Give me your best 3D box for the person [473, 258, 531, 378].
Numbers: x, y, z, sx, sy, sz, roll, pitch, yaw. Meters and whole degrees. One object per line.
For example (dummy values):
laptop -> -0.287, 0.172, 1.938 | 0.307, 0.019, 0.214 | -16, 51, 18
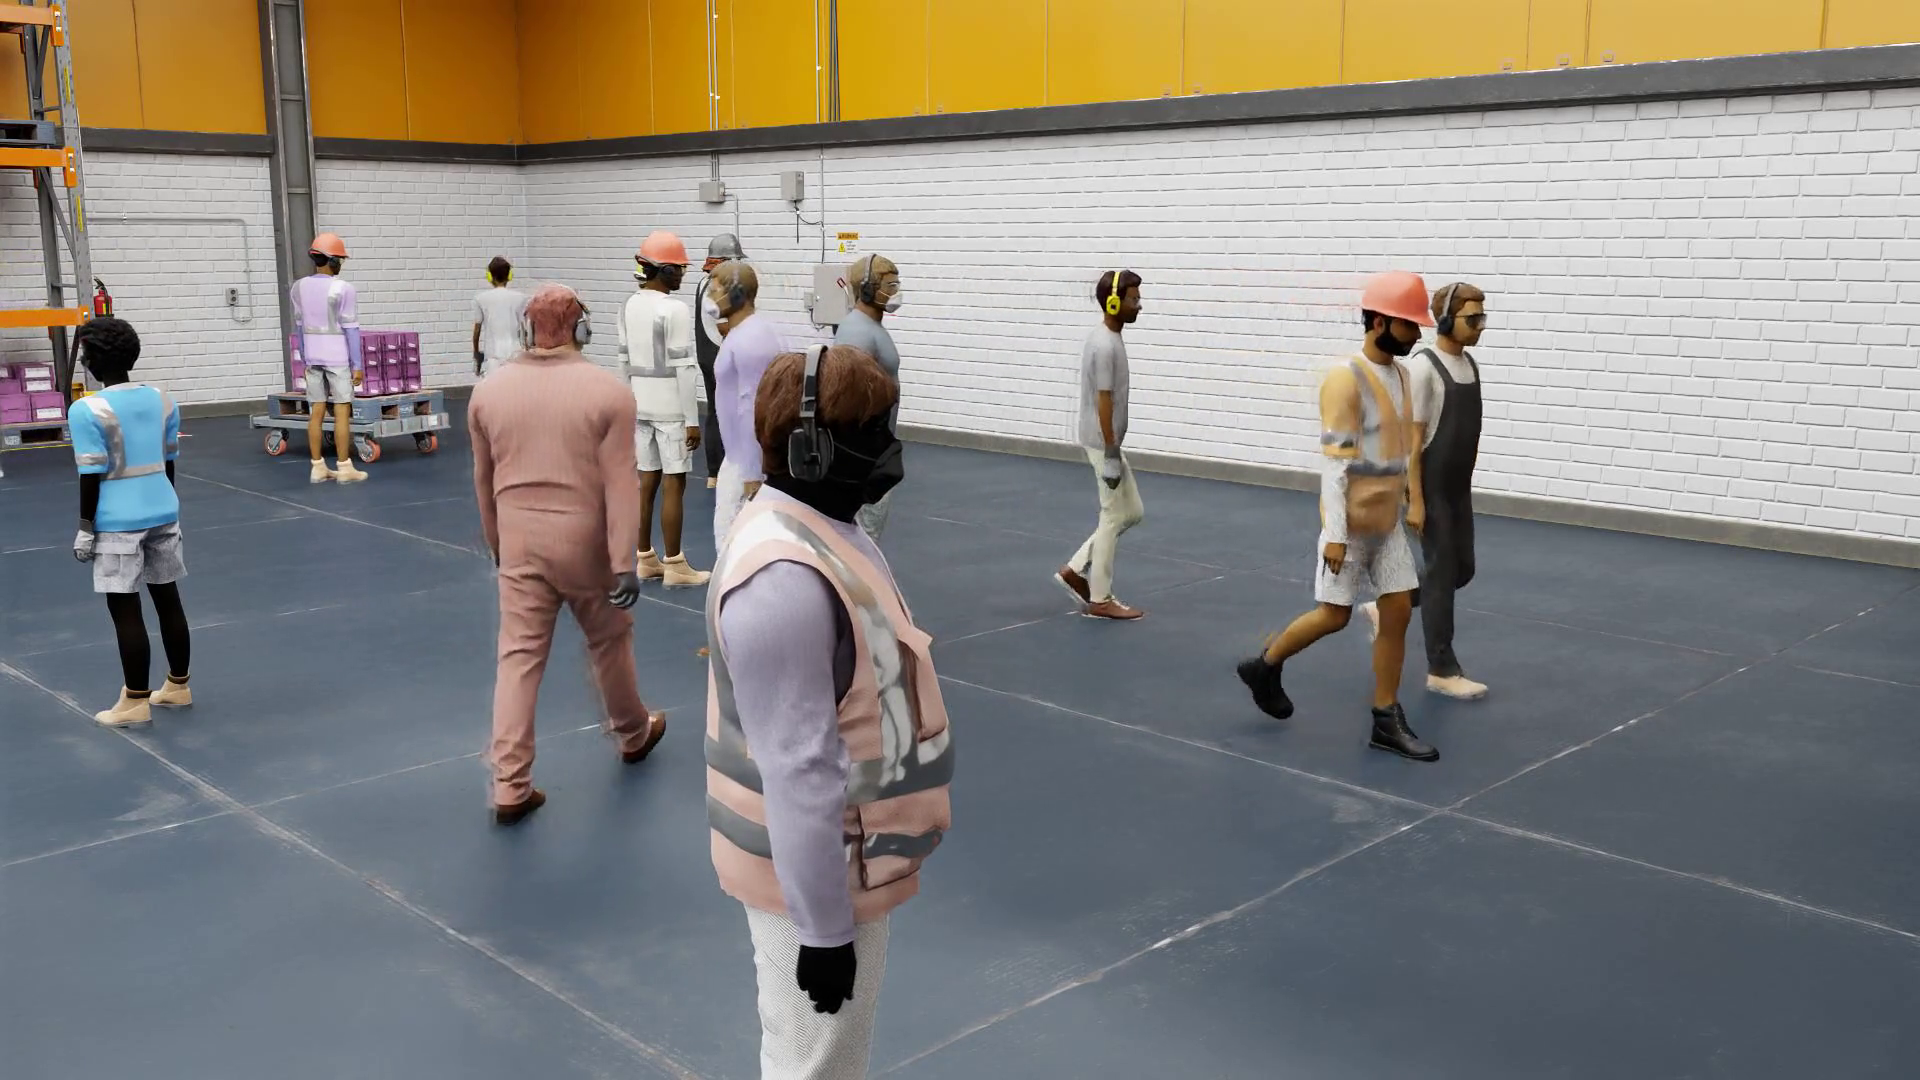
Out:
person -> -4.194, -1.665, 15.245 | 0.532, 1.807, 1.009 | -3, 11, -17

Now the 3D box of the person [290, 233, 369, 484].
person -> -5.126, -1.470, 13.580 | 0.604, 2.039, 0.401 | 3, 11, 18

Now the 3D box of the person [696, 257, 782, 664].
person -> -0.934, -0.349, 7.763 | 0.568, 1.920, 0.644 | -2, 11, -11

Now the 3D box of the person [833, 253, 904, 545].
person -> -0.440, -0.393, 7.963 | 0.352, 1.937, 0.635 | 0, 10, 2

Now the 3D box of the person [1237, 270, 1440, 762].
person -> 1.511, -0.110, 6.565 | 0.579, 1.901, 0.832 | -10, 14, -44

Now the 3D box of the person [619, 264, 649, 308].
person -> -2.688, -1.537, 14.492 | 0.591, 1.833, 0.404 | 8, 13, 37

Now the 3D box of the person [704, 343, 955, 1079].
person -> -0.223, 0.578, 2.937 | 0.429, 1.844, 0.626 | 0, 10, -2

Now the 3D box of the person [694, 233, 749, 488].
person -> -1.804, -1.391, 13.131 | 0.539, 2.000, 0.689 | -5, 11, -25

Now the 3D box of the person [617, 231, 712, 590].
person -> -1.688, -0.739, 9.567 | 0.616, 2.041, 0.379 | 10, 14, 43

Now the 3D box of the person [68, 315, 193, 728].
person -> -3.432, -0.072, 6.873 | 0.319, 1.698, 0.532 | 3, 11, 16

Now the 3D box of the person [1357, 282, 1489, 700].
person -> 2.076, -0.229, 7.383 | 0.518, 1.828, 0.640 | -10, 14, -42

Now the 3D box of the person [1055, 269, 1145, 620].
person -> 0.791, -0.488, 8.725 | 0.413, 1.851, 0.551 | 1, 10, 8

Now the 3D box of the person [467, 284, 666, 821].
person -> -1.426, 0.014, 6.005 | 0.681, 1.847, 1.039 | 2, 11, 11
